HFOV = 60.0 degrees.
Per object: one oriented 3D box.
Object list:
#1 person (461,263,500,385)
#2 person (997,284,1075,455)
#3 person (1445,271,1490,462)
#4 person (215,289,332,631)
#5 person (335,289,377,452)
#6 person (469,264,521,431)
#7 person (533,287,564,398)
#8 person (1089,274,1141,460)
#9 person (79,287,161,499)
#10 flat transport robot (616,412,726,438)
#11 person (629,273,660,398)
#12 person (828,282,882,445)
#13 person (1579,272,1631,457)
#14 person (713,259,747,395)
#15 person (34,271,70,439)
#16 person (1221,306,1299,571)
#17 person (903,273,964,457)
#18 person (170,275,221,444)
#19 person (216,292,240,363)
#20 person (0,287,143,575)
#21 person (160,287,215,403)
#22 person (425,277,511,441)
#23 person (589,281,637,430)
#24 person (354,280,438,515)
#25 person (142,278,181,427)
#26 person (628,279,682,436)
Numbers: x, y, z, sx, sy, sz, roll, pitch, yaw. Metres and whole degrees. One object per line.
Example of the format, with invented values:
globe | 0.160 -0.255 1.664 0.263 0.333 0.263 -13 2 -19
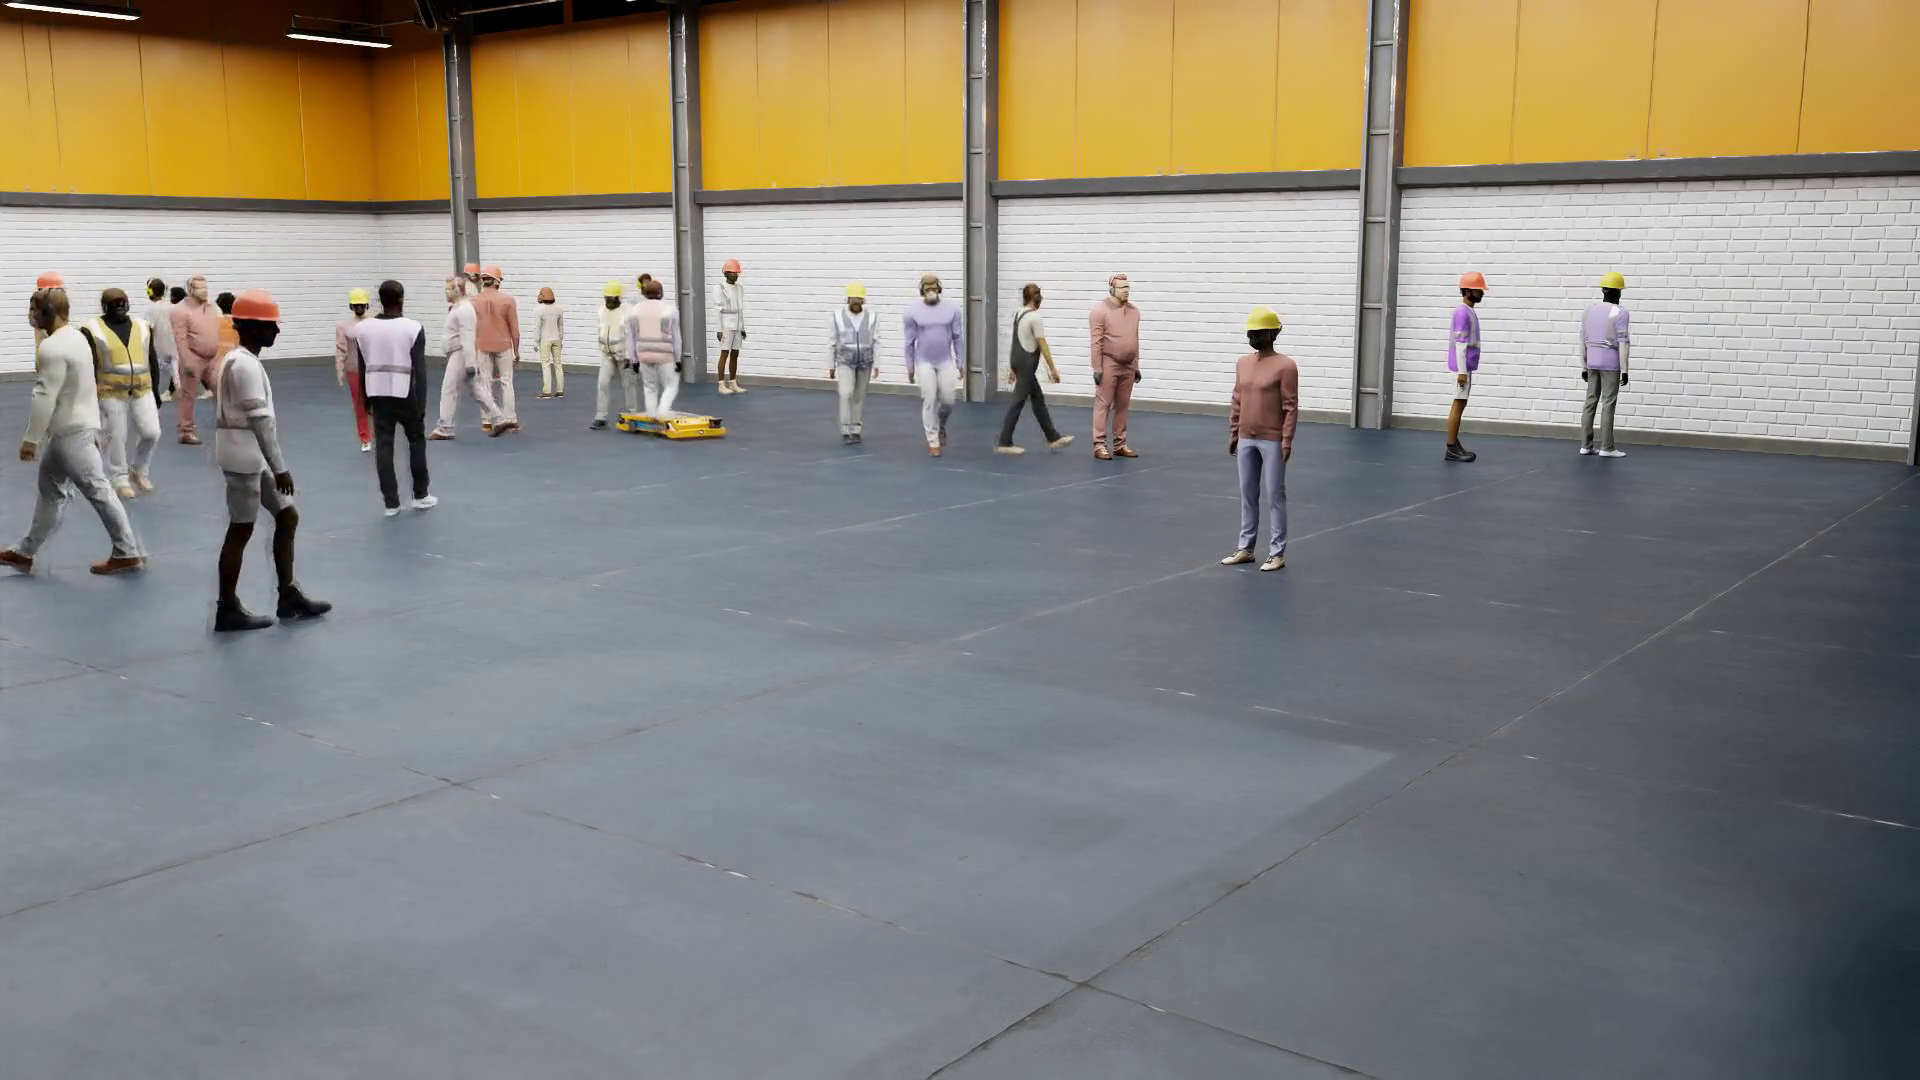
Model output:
person | -7.759 -3.501 27.010 0.874 1.964 0.628 -4 11 -22
person | 0.815 -1.794 17.552 0.977 1.785 0.552 -3 10 -16
person | 5.184 -1.770 17.010 0.373 1.934 0.551 4 10 21
person | -3.890 -0.441 9.366 0.773 1.908 0.571 -4 10 -21
person | -6.319 -1.780 17.615 0.554 1.734 0.749 -3 10 -19
person | -5.553 -2.283 19.854 0.608 1.987 0.391 -1 10 -4
person | -6.047 -2.900 24.469 0.286 1.633 0.499 9 13 41
person | 1.633 -1.787 17.195 0.643 1.910 0.400 -7 12 -35
person | -7.244 -1.265 14.398 0.454 1.826 0.655 9 13 42
flat transport robot | -3.409 -1.370 19.528 0.652 0.197 1.431 -8 13 -39
person | -4.665 -3.017 24.553 0.520 1.852 0.575 -8 13 -40
person | -1.140 -1.943 18.401 0.588 1.800 0.762 -2 10 -14
person | 6.734 -1.823 17.346 0.367 1.926 0.594 -5 11 -28
person | -3.432 -3.208 25.080 0.395 2.038 0.615 6 12 33
person | -9.239 -1.771 17.008 0.365 1.939 0.542 -7 12 -35
person | 2.013 -0.678 11.149 0.310 1.768 0.533 -8 13 -41
person | -0.279 -1.835 17.439 0.643 1.917 0.502 -1 10 -9
person | -8.316 -1.971 18.380 0.926 1.869 0.659 4 11 22
person | -8.782 -2.145 19.988 0.537 1.659 0.794 -3 10 -16
person | -5.907 -0.690 10.840 1.002 1.886 0.649 -3 10 -16
person | -11.140 -2.798 23.834 0.849 1.649 0.539 -5 11 -28
person | -5.650 -2.068 18.977 0.981 1.869 0.649 -3 10 -16
person | -4.162 -2.207 19.981 0.589 1.786 0.773 4 10 20
person | -4.624 -1.174 13.668 0.612 1.890 0.767 0 10 0
person | -9.770 -2.283 20.350 0.986 1.818 0.518 6 12 33
person | -3.515 -2.091 19.218 0.632 1.820 0.497 2 10 10
